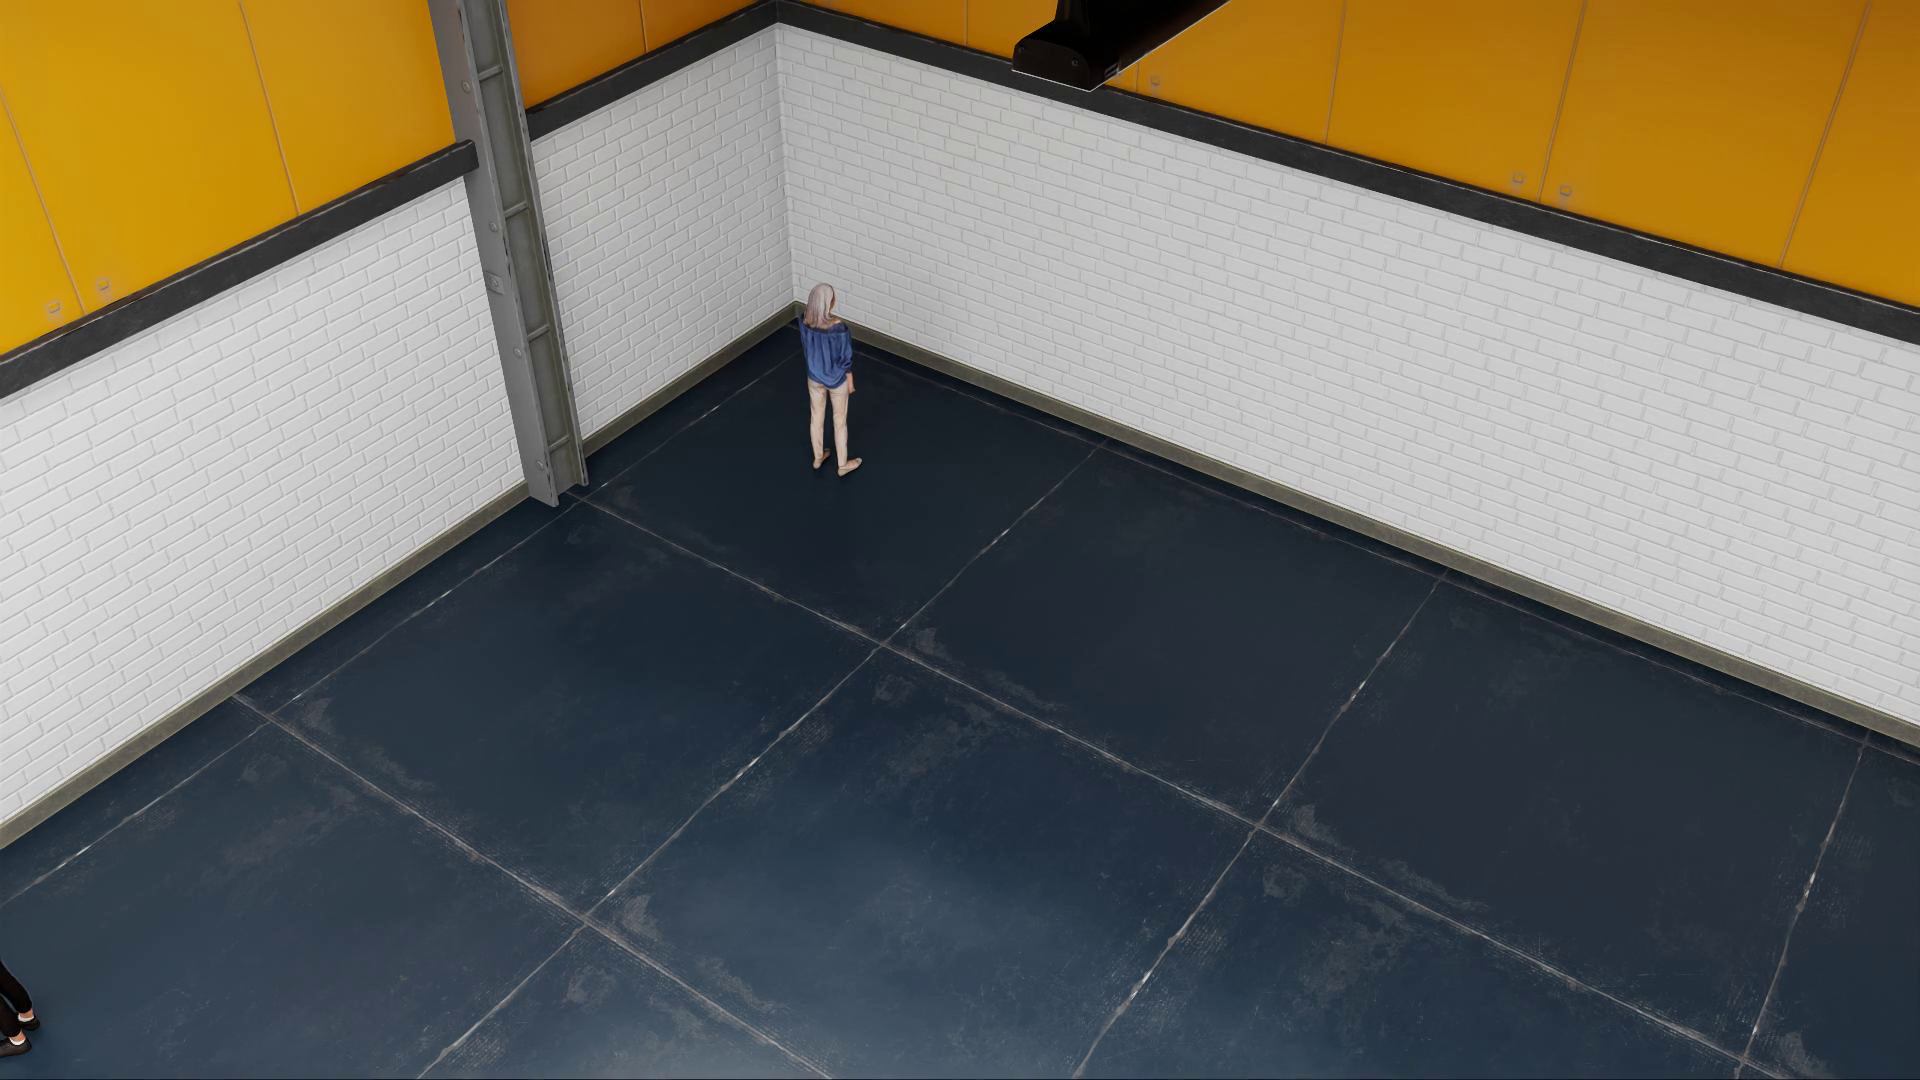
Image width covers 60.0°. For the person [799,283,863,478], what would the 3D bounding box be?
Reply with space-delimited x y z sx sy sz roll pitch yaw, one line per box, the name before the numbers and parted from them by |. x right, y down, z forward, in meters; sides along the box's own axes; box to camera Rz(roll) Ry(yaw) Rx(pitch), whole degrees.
person | -1.041 -1.269 13.107 0.639 1.697 0.603 17 42 20
